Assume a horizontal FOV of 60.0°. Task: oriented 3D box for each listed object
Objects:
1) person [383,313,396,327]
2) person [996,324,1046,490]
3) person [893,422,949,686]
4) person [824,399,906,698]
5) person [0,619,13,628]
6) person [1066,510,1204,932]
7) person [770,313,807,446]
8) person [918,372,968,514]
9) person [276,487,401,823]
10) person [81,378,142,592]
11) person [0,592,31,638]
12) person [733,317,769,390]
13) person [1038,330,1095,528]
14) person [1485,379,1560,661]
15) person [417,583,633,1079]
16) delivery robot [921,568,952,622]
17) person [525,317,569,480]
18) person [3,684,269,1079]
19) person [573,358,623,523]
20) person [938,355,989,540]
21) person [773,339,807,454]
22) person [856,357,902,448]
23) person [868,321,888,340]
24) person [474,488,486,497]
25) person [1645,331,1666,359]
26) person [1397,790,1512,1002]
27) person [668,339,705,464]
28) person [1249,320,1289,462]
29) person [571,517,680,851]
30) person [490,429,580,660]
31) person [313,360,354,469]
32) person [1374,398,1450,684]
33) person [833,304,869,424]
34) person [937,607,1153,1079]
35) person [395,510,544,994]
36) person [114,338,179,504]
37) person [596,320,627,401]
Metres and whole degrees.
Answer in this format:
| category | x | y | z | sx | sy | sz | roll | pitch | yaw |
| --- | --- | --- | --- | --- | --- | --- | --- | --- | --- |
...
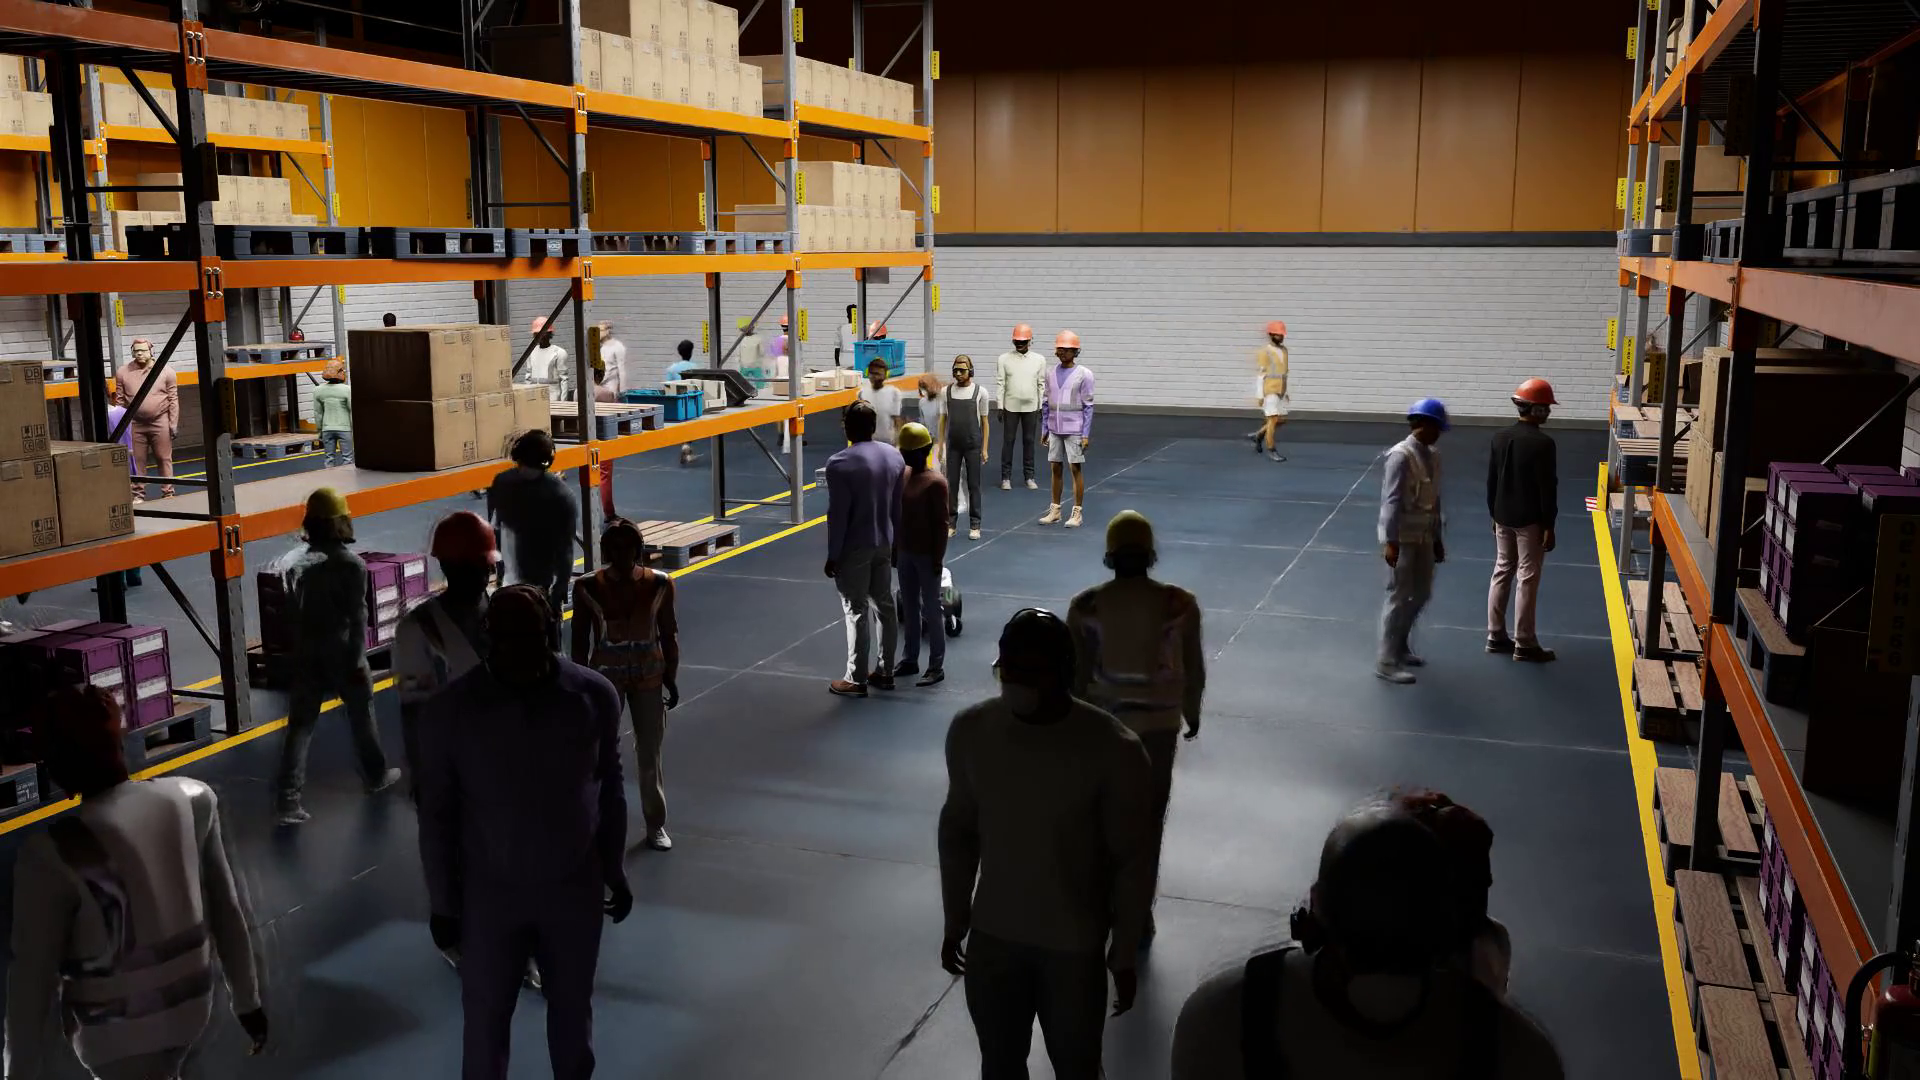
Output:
| category | x | y | z | sx | sy | sz | roll | pitch | yaw |
| --- | --- | --- | --- | --- | --- | --- | --- | --- | --- |
| person | -8.440 | -2.423 | 24.829 | 0.587 | 1.913 | 0.391 | -7 | 12 | -35 |
| person | 0.737 | -1.589 | 19.912 | 0.613 | 1.991 | 0.392 | -1 | 10 | -8 |
| person | -0.290 | 0.090 | 11.102 | 0.323 | 1.764 | 0.524 | -9 | 13 | -41 |
| person | -0.632 | 0.055 | 10.798 | 0.373 | 1.940 | 0.630 | 9 | 14 | 43 |
| person | -7.418 | -0.101 | 12.536 | 0.280 | 1.631 | 0.507 | 2 | 10 | 9 |
| person | 0.763 | 0.760 | 7.289 | 0.592 | 1.787 | 0.950 | 2 | 10 | 11 |
| person | -2.482 | -2.325 | 24.205 | 0.551 | 1.936 | 0.357 | 6 | 12 | 32 |
| person | -0.225 | -1.020 | 17.890 | 0.891 | 1.566 | 0.563 | -7 | 12 | -35 |
| person | -3.264 | 0.573 | 8.573 | 0.499 | 1.693 | 0.935 | 2 | 10 | 9 |
| person | -7.178 | -0.476 | 14.069 | 0.388 | 1.838 | 0.563 | 1 | 10 | 6 |
| person | -6.016 | 0.189 | 10.342 | 0.519 | 1.839 | 0.875 | 4 | 11 | 22 |
| person | -3.454 | -2.873 | 27.908 | 0.686 | 1.729 | 0.352 | -2 | 10 | -9 |
| person | 1.094 | -1.147 | 17.260 | 0.607 | 2.048 | 0.365 | 7 | 12 | 35 |
| person | 3.996 | -0.145 | 11.771 | 0.389 | 1.990 | 0.625 | -4 | 11 | -22 |
| person | -1.332 | 1.069 | 5.179 | 0.649 | 1.906 | 0.401 | -5 | 11 | -27 |
| delivery robot | -0.232 | 0.376 | 12.622 | 0.477 | 0.478 | 0.707 | 0 | 10 | -1 |
| person | -5.123 | -1.727 | 20.542 | 0.616 | 2.040 | 0.382 | 5 | 11 | 25 |
| person | -2.182 | 1.265 | 4.347 | 1.079 | 1.819 | 0.602 | 3 | 11 | 19 |
| person | -3.820 | -1.058 | 17.555 | 0.522 | 1.768 | 0.314 | 4 | 11 | 22 |
| person | 0.032 | -0.917 | 16.535 | 0.520 | 1.844 | 0.331 | 2 | 10 | 12 |
| person | -2.334 | -2.033 | 23.472 | 0.536 | 1.611 | 0.723 | 6 | 12 | 31 |
| person | -0.836 | -0.874 | 16.384 | 0.483 | 1.823 | 0.912 | 3 | 10 | 15 |
| person | -1.051 | -1.905 | 21.872 | 0.545 | 1.931 | 0.387 | 4 | 11 | 19 |
| person | -5.591 | -1.300 | 19.315 | 0.526 | 1.625 | 0.616 | 3 | 11 | 17 |
| person | 8.629 | -1.671 | 20.738 | 0.524 | 1.862 | 0.680 | -7 | 12 | -33 |
| person | 0.923 | 1.409 | 3.370 | 0.614 | 1.864 | 0.522 | -7 | 12 | -33 |
| person | -3.644 | -1.832 | 22.150 | 0.538 | 1.679 | 0.703 | 2 | 10 | 13 |
| person | 4.207 | -2.034 | 22.592 | 0.549 | 1.925 | 0.606 | -9 | 13 | -41 |
| person | -1.604 | 0.700 | 8.004 | 0.514 | 1.641 | 0.309 | -3 | 11 | -19 |
| person | -2.502 | 0.286 | 9.653 | 0.766 | 1.901 | 0.372 | 7 | 12 | 34 |
| person | -7.025 | -1.211 | 18.782 | 0.498 | 1.634 | 0.279 | 1 | 10 | 5 |
| person | 3.007 | -0.013 | 11.305 | 0.482 | 1.906 | 0.696 | 9 | 14 | 42 |
| person | -1.753 | -2.878 | 27.236 | 0.614 | 1.964 | 0.361 | 2 | 10 | 9 |
| person | 0.226 | 1.131 | 4.739 | 0.635 | 1.936 | 0.354 | 5 | 11 | 26 |
| person | -1.835 | 0.841 | 6.433 | 0.579 | 1.909 | 0.820 | -10 | 14 | -44 |
| person | -8.987 | -1.280 | 18.406 | 0.643 | 1.909 | 0.410 | -3 | 11 | -18 |
| person | -5.006 | -2.204 | 23.729 | 0.640 | 1.878 | 0.876 | 7 | 12 | 33 |
